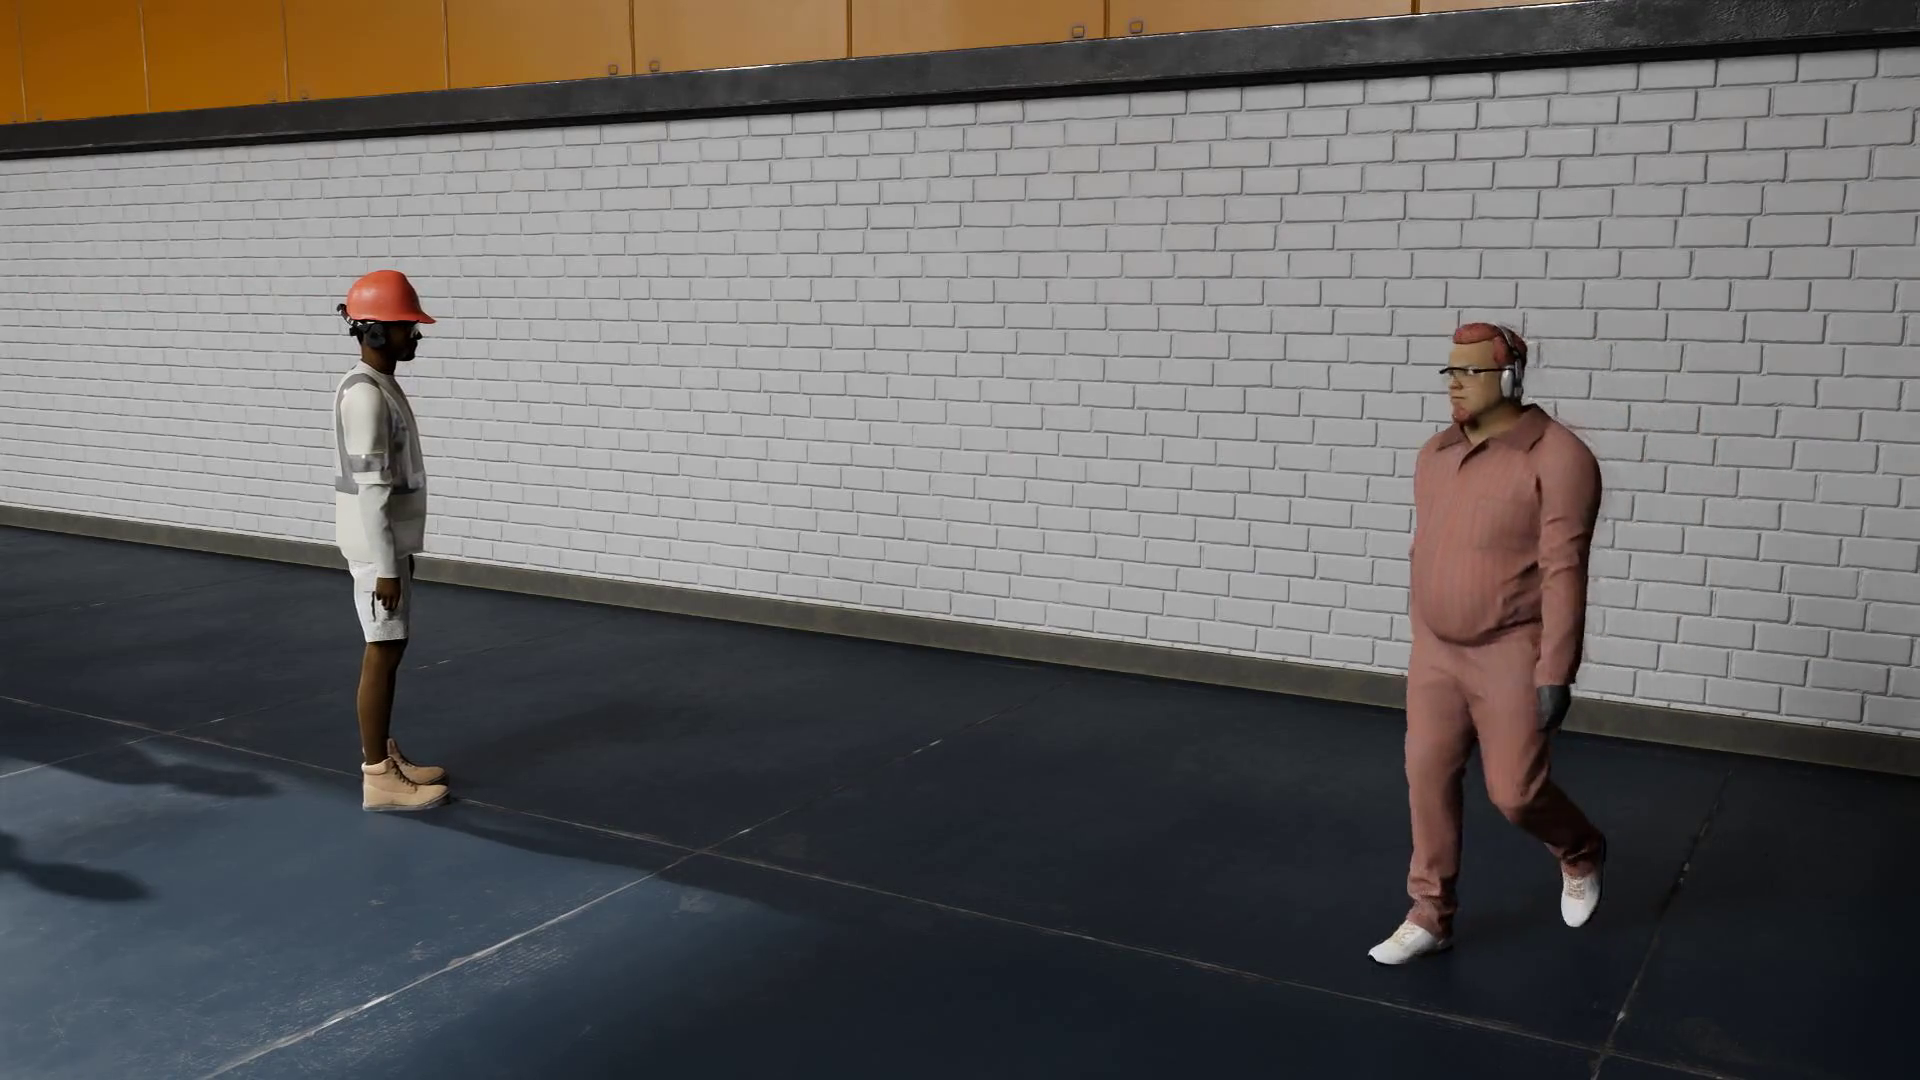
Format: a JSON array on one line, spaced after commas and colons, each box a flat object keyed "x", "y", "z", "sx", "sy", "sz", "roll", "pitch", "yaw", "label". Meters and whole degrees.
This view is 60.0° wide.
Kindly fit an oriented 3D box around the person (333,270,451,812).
[{"x": -2.140, "y": 0.015, "z": 6.273, "sx": 0.396, "sy": 2.039, "sz": 0.607, "roll": -2, "pitch": 9, "yaw": -15, "label": "person"}]

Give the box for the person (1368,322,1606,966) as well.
[{"x": 1.587, "y": 0.308, "z": 4.868, "sx": 0.718, "sy": 1.888, "sz": 0.647, "roll": -6, "pitch": 11, "yaw": -32, "label": "person"}]
